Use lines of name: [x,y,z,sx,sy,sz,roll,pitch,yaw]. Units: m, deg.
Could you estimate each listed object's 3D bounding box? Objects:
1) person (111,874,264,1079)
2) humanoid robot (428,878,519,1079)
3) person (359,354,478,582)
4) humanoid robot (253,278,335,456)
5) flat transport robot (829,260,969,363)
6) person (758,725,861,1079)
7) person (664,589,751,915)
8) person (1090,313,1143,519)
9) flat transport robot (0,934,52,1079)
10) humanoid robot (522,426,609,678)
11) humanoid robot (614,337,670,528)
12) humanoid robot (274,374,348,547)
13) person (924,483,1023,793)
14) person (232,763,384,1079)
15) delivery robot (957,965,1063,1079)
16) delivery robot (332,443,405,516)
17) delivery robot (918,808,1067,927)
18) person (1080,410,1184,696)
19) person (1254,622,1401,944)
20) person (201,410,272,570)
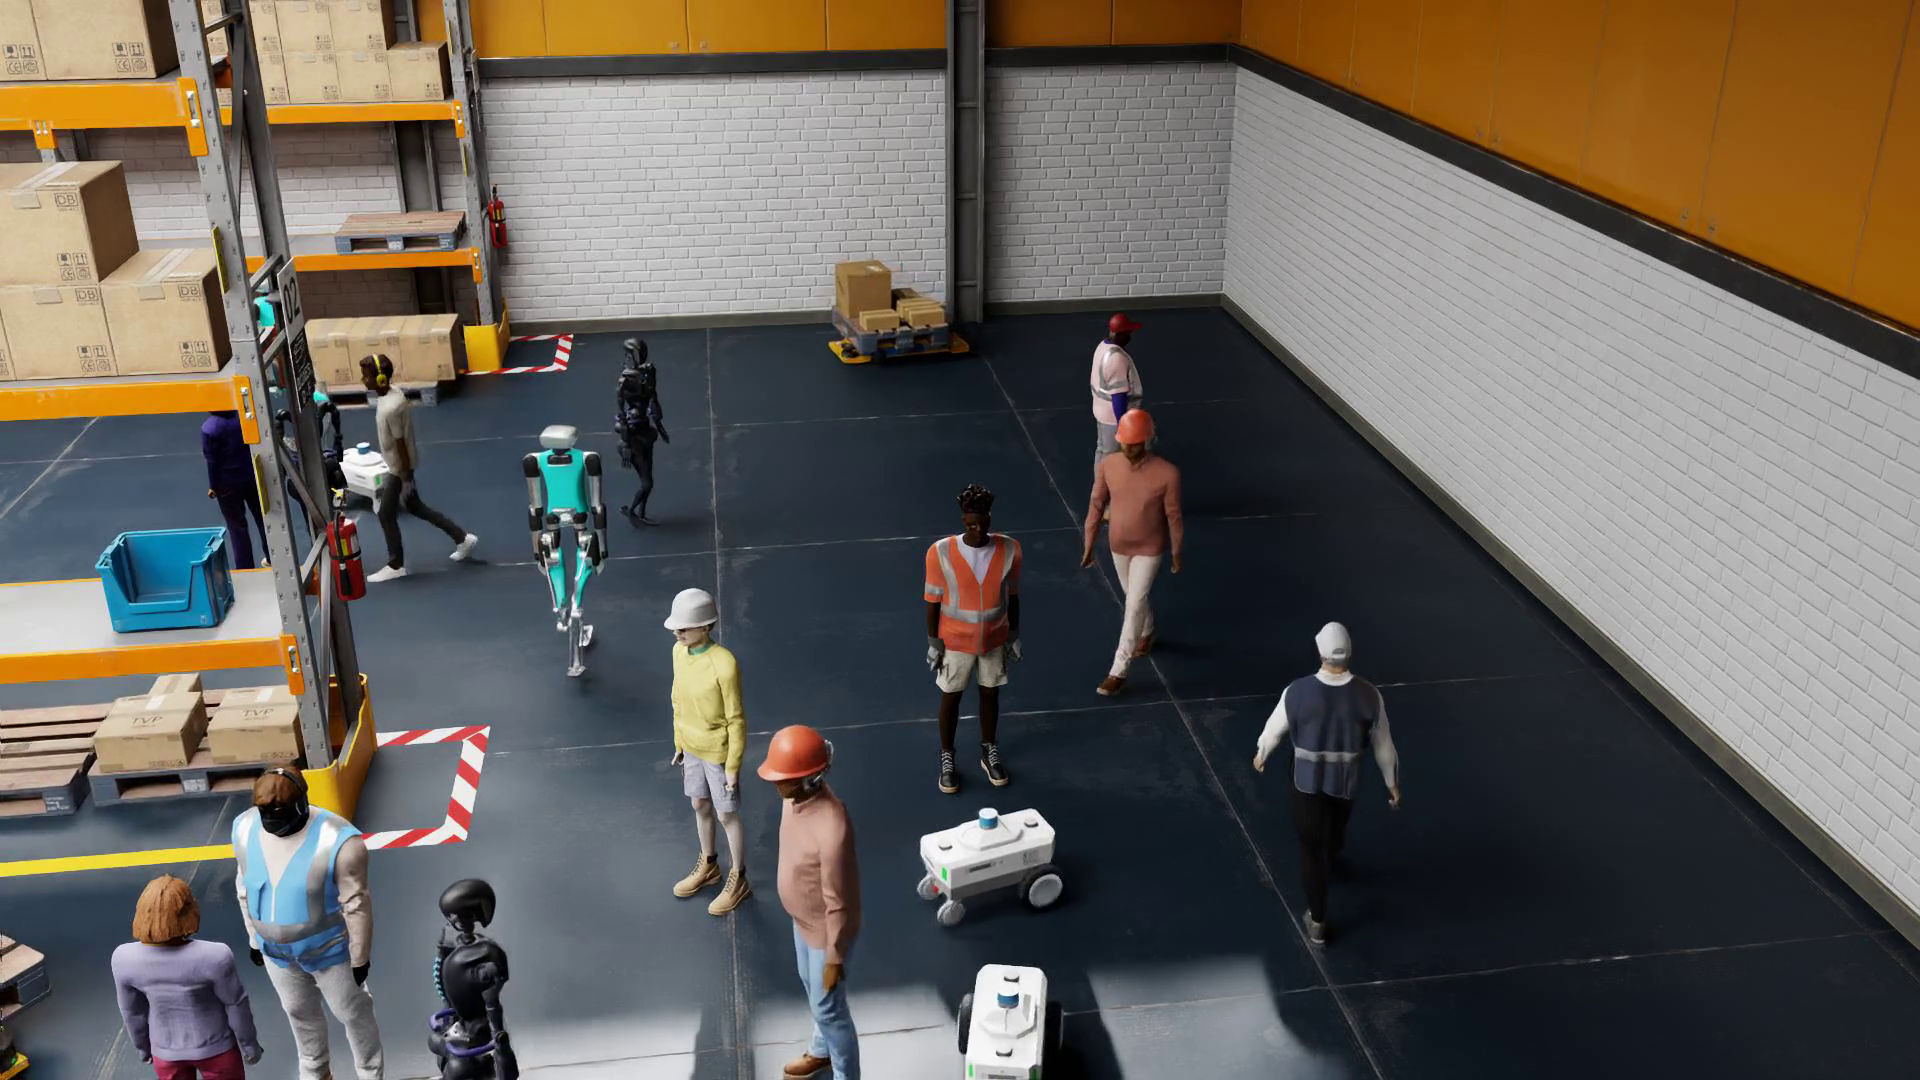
person: [-3.168,2.102,6.906,0.506,1.632,0.278,-1,24,-2]
humanoid robot: [-2.022,2.140,6.776,0.452,1.648,0.620,-17,29,-33]
person: [-4.215,-0.577,12.779,0.828,1.829,0.548,-6,25,-14]
humanoid robot: [-5.903,-1.476,14.982,1.001,1.743,0.544,10,26,22]
flat transport robot: [-0.678,-2.183,18.369,1.431,0.231,0.659,-8,25,-17]
person: [-0.650,1.695,7.406,0.417,1.983,0.640,-10,26,-22]
person: [-1.341,1.111,8.851,0.485,1.889,0.392,18,29,35]
person: [1.309,-1.043,13.926,0.419,1.755,0.613,-3,24,-6]
flat transport robot: [-5.190,2.403,7.923,1.431,0.231,0.659,13,27,27]
humanoid robot: [-2.678,0.152,11.266,0.541,1.744,1.033,-1,24,-1]
humanoid robot: [-2.629,-0.877,13.642,0.347,1.650,0.585,9,25,20]
humanoid robot: [-5.030,-0.519,12.864,0.610,1.648,0.601,19,30,37]
person: [0.087,0.582,9.962,0.603,1.966,0.367,-6,24,-13]
person: [-2.884,1.793,7.370,0.625,1.837,0.431,5,24,11]
delivery robot: [0.220,2.322,7.775,0.507,0.614,0.785,2,24,5]
delivery robot: [-5.087,-0.542,14.269,0.791,0.589,0.499,15,28,30]
delivery robot: [0.152,1.738,9.070,0.772,0.586,0.499,-10,26,-22]
person: [1.180,0.018,11.270,0.641,1.947,1.005,14,27,29]
person: [1.940,1.205,8.847,0.730,1.711,0.898,0,24,-1]
person: [-5.545,-0.453,12.737,0.352,1.623,0.453,16,28,32]
